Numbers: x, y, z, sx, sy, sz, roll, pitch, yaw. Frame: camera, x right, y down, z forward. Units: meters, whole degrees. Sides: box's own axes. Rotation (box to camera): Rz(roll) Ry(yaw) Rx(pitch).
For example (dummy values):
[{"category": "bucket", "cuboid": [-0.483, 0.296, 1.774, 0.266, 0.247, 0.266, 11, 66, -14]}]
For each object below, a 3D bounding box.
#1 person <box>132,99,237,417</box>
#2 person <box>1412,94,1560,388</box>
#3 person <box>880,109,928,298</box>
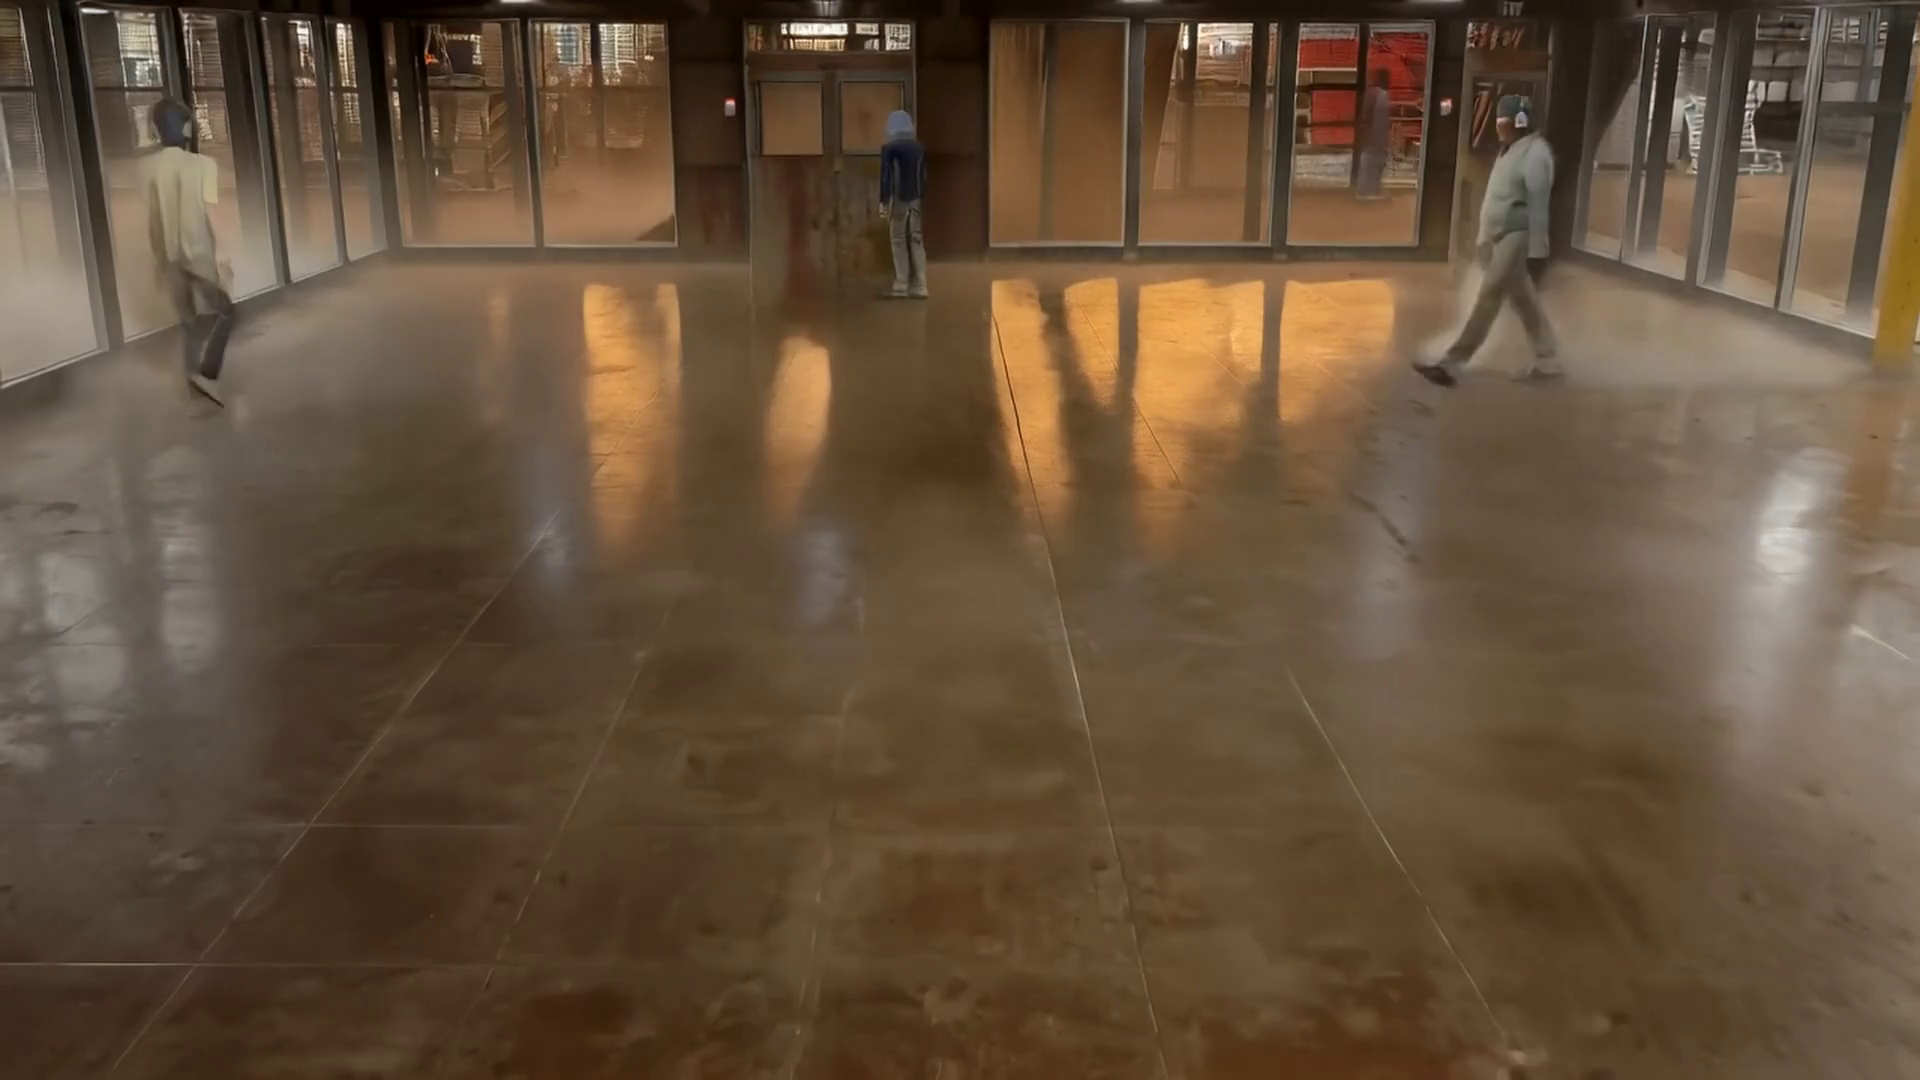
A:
[{"category": "person", "cuboid": [-4.542, -1.645, 9.804, 0.538, 1.850, 0.394, 0, 16, 0]}, {"category": "person", "cuboid": [3.460, -1.889, 10.628, 1.018, 1.850, 0.680, 1, 16, 4]}, {"category": "person", "cuboid": [-0.496, -2.952, 14.647, 0.499, 1.628, 0.281, -16, 22, -42]}]
